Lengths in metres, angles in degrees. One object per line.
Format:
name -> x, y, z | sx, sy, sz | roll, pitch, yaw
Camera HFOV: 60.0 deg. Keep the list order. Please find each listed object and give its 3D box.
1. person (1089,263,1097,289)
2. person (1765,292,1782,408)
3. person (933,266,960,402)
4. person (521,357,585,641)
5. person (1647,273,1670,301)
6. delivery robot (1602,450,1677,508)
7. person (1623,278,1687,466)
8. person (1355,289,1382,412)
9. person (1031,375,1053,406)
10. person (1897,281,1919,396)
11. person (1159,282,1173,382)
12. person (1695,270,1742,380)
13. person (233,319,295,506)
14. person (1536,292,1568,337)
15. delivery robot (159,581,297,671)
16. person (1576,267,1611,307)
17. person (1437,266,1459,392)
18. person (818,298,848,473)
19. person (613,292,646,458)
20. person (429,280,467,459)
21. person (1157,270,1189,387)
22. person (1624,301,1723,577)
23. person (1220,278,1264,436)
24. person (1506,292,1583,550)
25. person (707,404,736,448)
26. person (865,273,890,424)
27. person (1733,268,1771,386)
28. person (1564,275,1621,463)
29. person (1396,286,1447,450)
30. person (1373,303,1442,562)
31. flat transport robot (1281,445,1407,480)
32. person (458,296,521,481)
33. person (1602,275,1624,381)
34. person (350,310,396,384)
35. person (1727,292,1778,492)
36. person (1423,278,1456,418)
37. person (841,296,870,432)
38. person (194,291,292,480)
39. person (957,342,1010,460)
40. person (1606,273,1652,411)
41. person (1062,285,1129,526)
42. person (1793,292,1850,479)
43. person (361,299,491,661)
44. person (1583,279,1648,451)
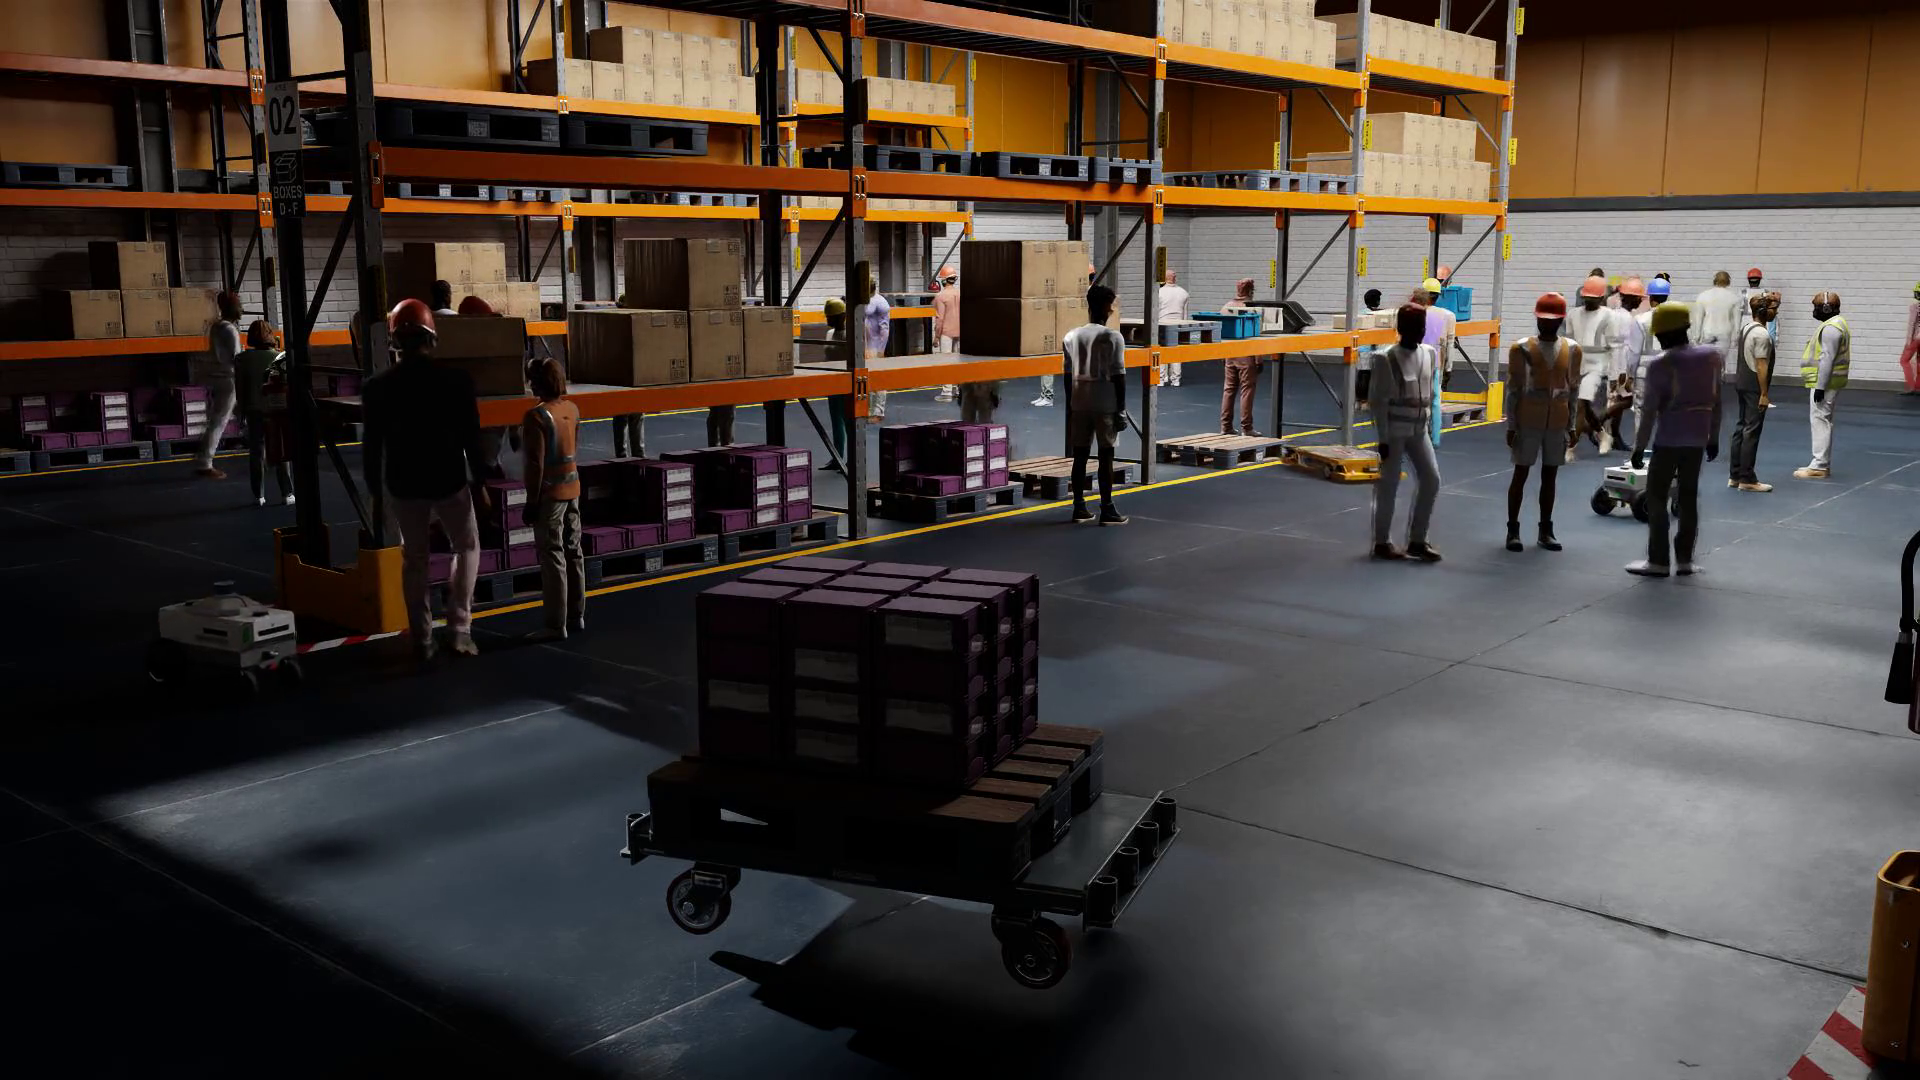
person -> 1.895, -3.090, 24.703 | 0.394, 2.040, 0.609 | 1, 10, 7
person -> 11.463, -2.698, 23.612 | 0.308, 1.639, 0.523 | 2, 10, 11
person -> -0.154, -3.036, 24.522 | 0.611, 1.996, 0.378 | -10, 14, -43
person -> -2.347, -0.236, 9.594 | 0.307, 1.640, 0.513 | 3, 10, 15
person -> 10.881, -3.218, 25.917 | 0.317, 1.870, 0.531 | -3, 10, -16
delivery robot -> 5.759, -0.513, 13.992 | 0.707, 0.478, 0.477 | -6, 11, -29
person -> 7.107, -1.697, 17.031 | 0.615, 1.947, 0.388 | -2, 10, -9
person -> 5.648, -2.621, 23.020 | 0.322, 1.692, 0.530 | 0, 10, -1
person -> 1.180, -2.790, 23.861 | 0.311, 1.736, 0.483 | -1, 10, -4
person -> 14.645, -3.071, 25.417 | 0.556, 1.761, 0.362 | -3, 11, -19
person -> 3.458, -3.603, 28.112 | 0.310, 1.868, 0.532 | 8, 13, 38
person -> 11.389, -3.081, 24.995 | 0.628, 1.926, 0.442 | 7, 12, 35
person -> -6.080, -1.113, 14.592 | 0.500, 1.636, 0.280 | -1, 10, -7
person -> 8.674, -2.803, 24.295 | 0.505, 1.614, 0.417 | 9, 13, 40
delivery robot -> -3.739, 0.453, 8.491 | 0.707, 0.478, 0.477 | 5, 11, 28
person -> 10.956, -3.739, 28.736 | 0.640, 1.938, 0.406 | 4, 11, 22
person -> 6.981, -2.978, 24.203 | 0.613, 1.991, 0.391 | -1, 10, -4
person -> -1.222, -1.548, 16.731 | 0.333, 1.759, 0.523 | -7, 12, -36
person -> -3.335, -1.603, 16.855 | 0.586, 1.823, 0.403 | 9, 13, 41
person -> -5.513, -1.798, 17.693 | 0.590, 1.920, 0.399 | 5, 11, 27
person -> 3.392, -3.435, 27.087 | 0.646, 1.897, 0.398 | -4, 11, -21
person -> 4.932, -0.679, 11.425 | 0.676, 1.894, 0.364 | -2, 10, -13
person -> 3.408, -2.191, 20.007 | 0.401, 1.899, 0.636 | -8, 13, -38
person -> 4.348, -0.876, 12.397 | 0.547, 1.934, 0.376 | 0, 10, 1
person -> -2.409, -1.630, 16.968 | 0.404, 1.837, 0.590 | -7, 12, -36
person -> -1.164, -2.467, 21.447 | 0.373, 1.940, 0.630 | -9, 14, -42
person -> 12.907, -3.461, 27.135 | 0.546, 1.928, 0.385 | 2, 10, 10
person -> 6.709, -1.812, 17.628 | 0.973, 1.985, 0.634 | -7, 12, -34
person -> 5.161, -1.928, 18.677 | 0.588, 1.840, 0.389 | 1, 10, 5
person -> 3.229, -0.750, 11.882 | 0.605, 1.860, 0.668 | -5, 11, -27
flat transport robot -> 3.812, -0.782, 16.597 | 0.652, 0.197, 1.431 | -2, 10, -14
person -> -3.606, -0.840, 12.289 | 0.551, 1.894, 0.928 | 8, 13, 38
person -> 11.153, -3.562, 28.082 | 0.590, 1.802, 0.804 | -5, 11, -28
person -> -6.403, -1.878, 18.369 | 0.627, 1.844, 0.429 | 5, 11, 25
person -> 7.393, -1.370, 15.462 | 0.335, 1.845, 0.513 | 1, 10, 5
person -> 5.272, -1.989, 18.791 | 0.586, 1.920, 0.384 | 1, 10, 8
person -> -1.337, -2.158, 20.418 | 0.361, 1.687, 0.540 | -3, 11, -19
person -> -7.113, -1.521, 16.365 | 1.008, 1.825, 0.611 | -7, 12, -34
person -> 0.219, -1.459, 16.620 | 0.522, 1.623, 0.526 | 8, 13, 39
person -> 9.265, -2.734, 23.059 | 0.650, 1.906, 0.403 | 2, 10, 12
person -> 1.114, -1.091, 13.554 | 0.603, 1.959, 0.372 | 8, 13, 39
person -> 8.494, -1.518, 16.367 | 0.429, 1.830, 0.635 | 5, 11, 28
person -> -2.885, -0.308, 9.021 | 0.663, 1.983, 0.468 | -1, 10, -5
person -> 7.290, -1.927, 18.440 | 0.542, 1.916, 0.574 | 2, 10, 10
